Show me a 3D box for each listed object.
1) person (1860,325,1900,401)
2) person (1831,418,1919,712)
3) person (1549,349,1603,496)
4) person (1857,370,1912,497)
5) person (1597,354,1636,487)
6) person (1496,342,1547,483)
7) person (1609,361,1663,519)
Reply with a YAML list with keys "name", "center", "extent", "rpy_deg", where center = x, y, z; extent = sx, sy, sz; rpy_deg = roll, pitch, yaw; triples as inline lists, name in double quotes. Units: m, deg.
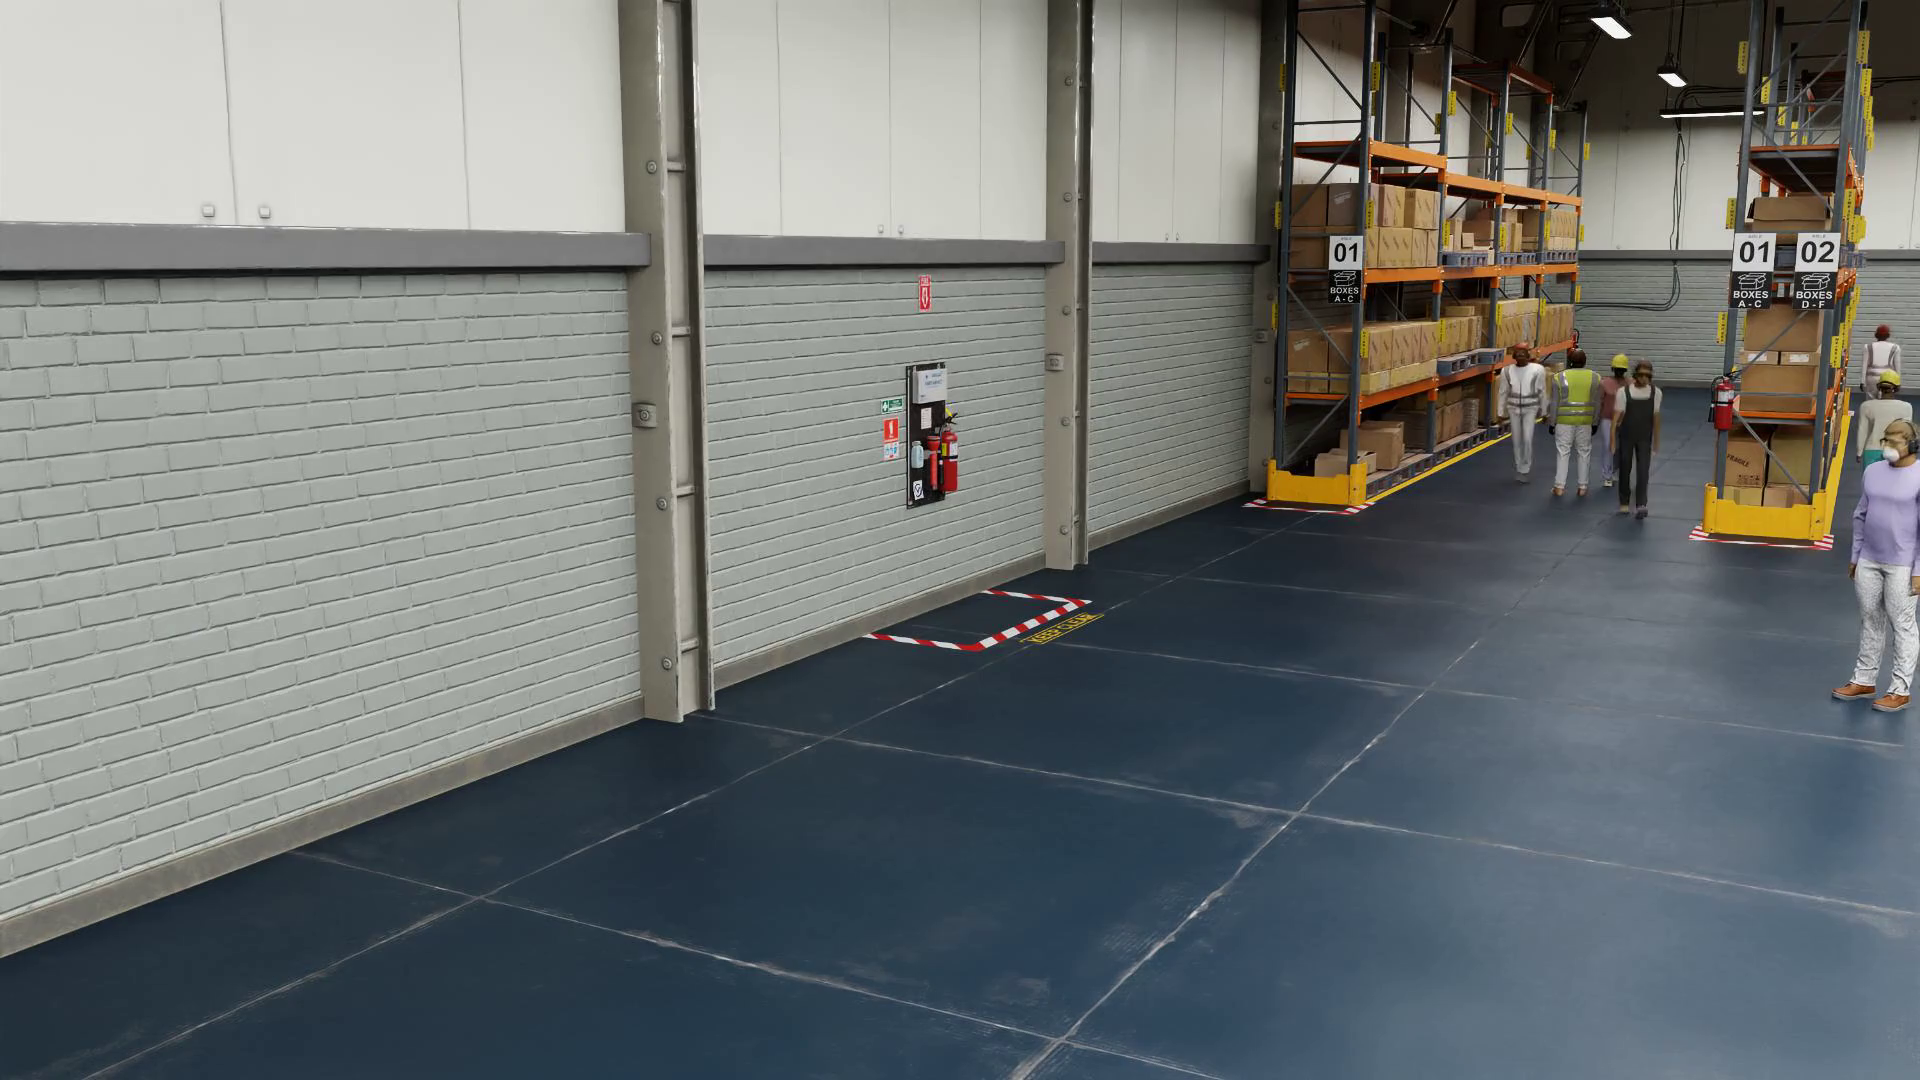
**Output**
- name: "person"
  center: [15.530, -2.708, 28.078]
  extent: [0.589, 1.848, 0.958]
  rpy_deg: [4, 11, 24]
- name: "person"
  center: [6.159, 0.159, 11.011]
  extent: [0.372, 1.940, 0.632]
  rpy_deg: [-3, 10, -19]
- name: "person"
  center: [7.681, -1.470, 20.821]
  extent: [0.625, 1.846, 0.429]
  rpy_deg: [1, 10, 5]
- name: "person"
  center: [10.002, -0.953, 18.021]
  extent: [0.523, 1.769, 0.320]
  rpy_deg: [7, 12, 35]
- name: "person"
  center: [8.597, -1.588, 21.828]
  extent: [0.525, 1.730, 0.737]
  rpy_deg: [3, 10, 14]
- name: "person"
  center: [7.406, -1.681, 21.993]
  extent: [0.622, 1.860, 0.697]
  rpy_deg: [6, 11, 30]
- name: "person"
  center: [7.726, -1.138, 19.031]
  extent: [0.550, 1.784, 0.979]
  rpy_deg: [3, 10, 16]
